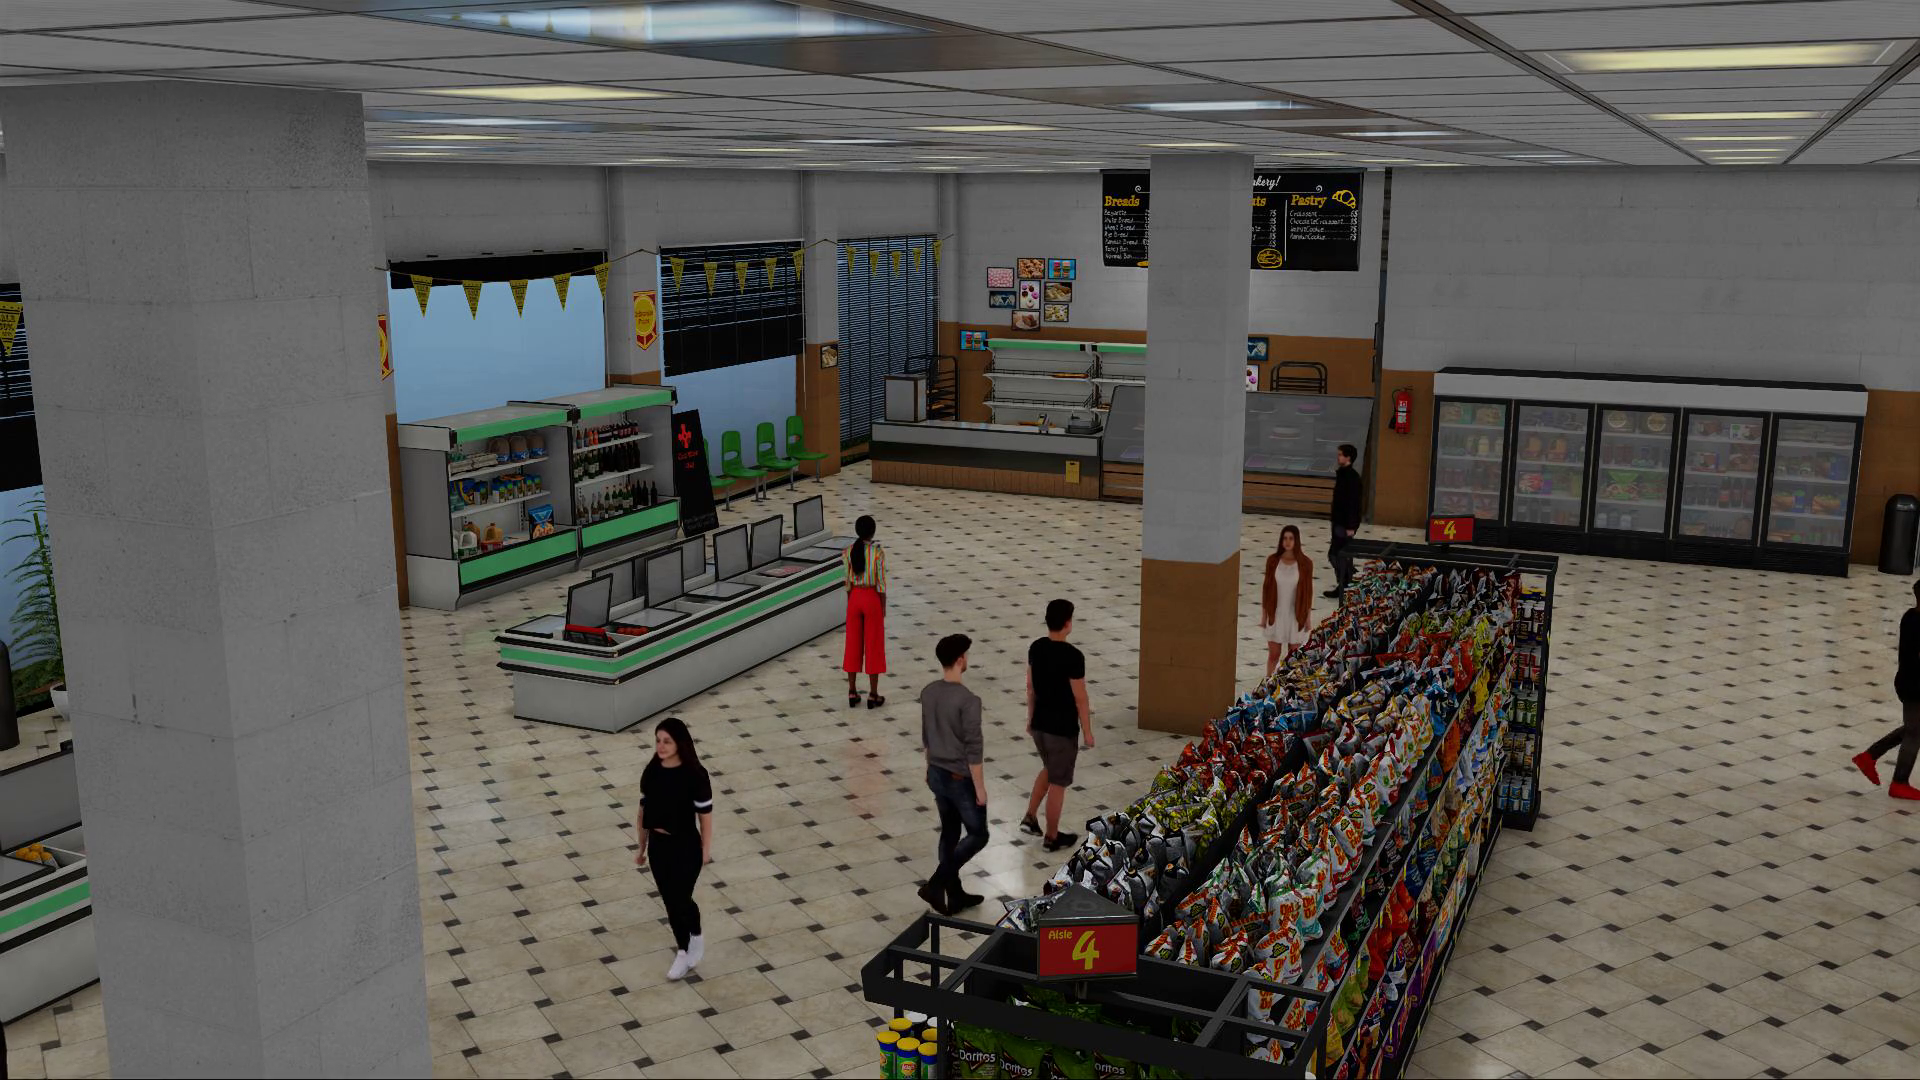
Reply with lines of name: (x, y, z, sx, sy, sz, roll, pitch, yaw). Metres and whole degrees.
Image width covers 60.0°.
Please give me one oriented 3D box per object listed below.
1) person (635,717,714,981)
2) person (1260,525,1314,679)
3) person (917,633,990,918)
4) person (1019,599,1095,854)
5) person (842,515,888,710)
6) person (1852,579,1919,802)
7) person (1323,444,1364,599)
person: (-1.686, 1.838, 10.067, 0.600, 1.628, 0.608, 5, 13, 21)
person: (3.000, 0.688, 15.298, 0.649, 1.722, 0.615, 3, 12, 14)
person: (-0.092, 1.563, 10.728, 1.004, 1.894, 0.892, -10, 16, -41)
person: (0.615, 1.345, 11.864, 0.836, 1.852, 0.807, -10, 15, -39)
person: (-0.873, 0.655, 15.286, 0.614, 1.793, 0.571, 3, 12, 16)
person: (7.295, 1.163, 12.890, 0.752, 1.786, 0.750, 4, 13, 18)
person: (4.525, -0.185, 19.191, 0.915, 1.827, 0.808, 0, 12, 0)
